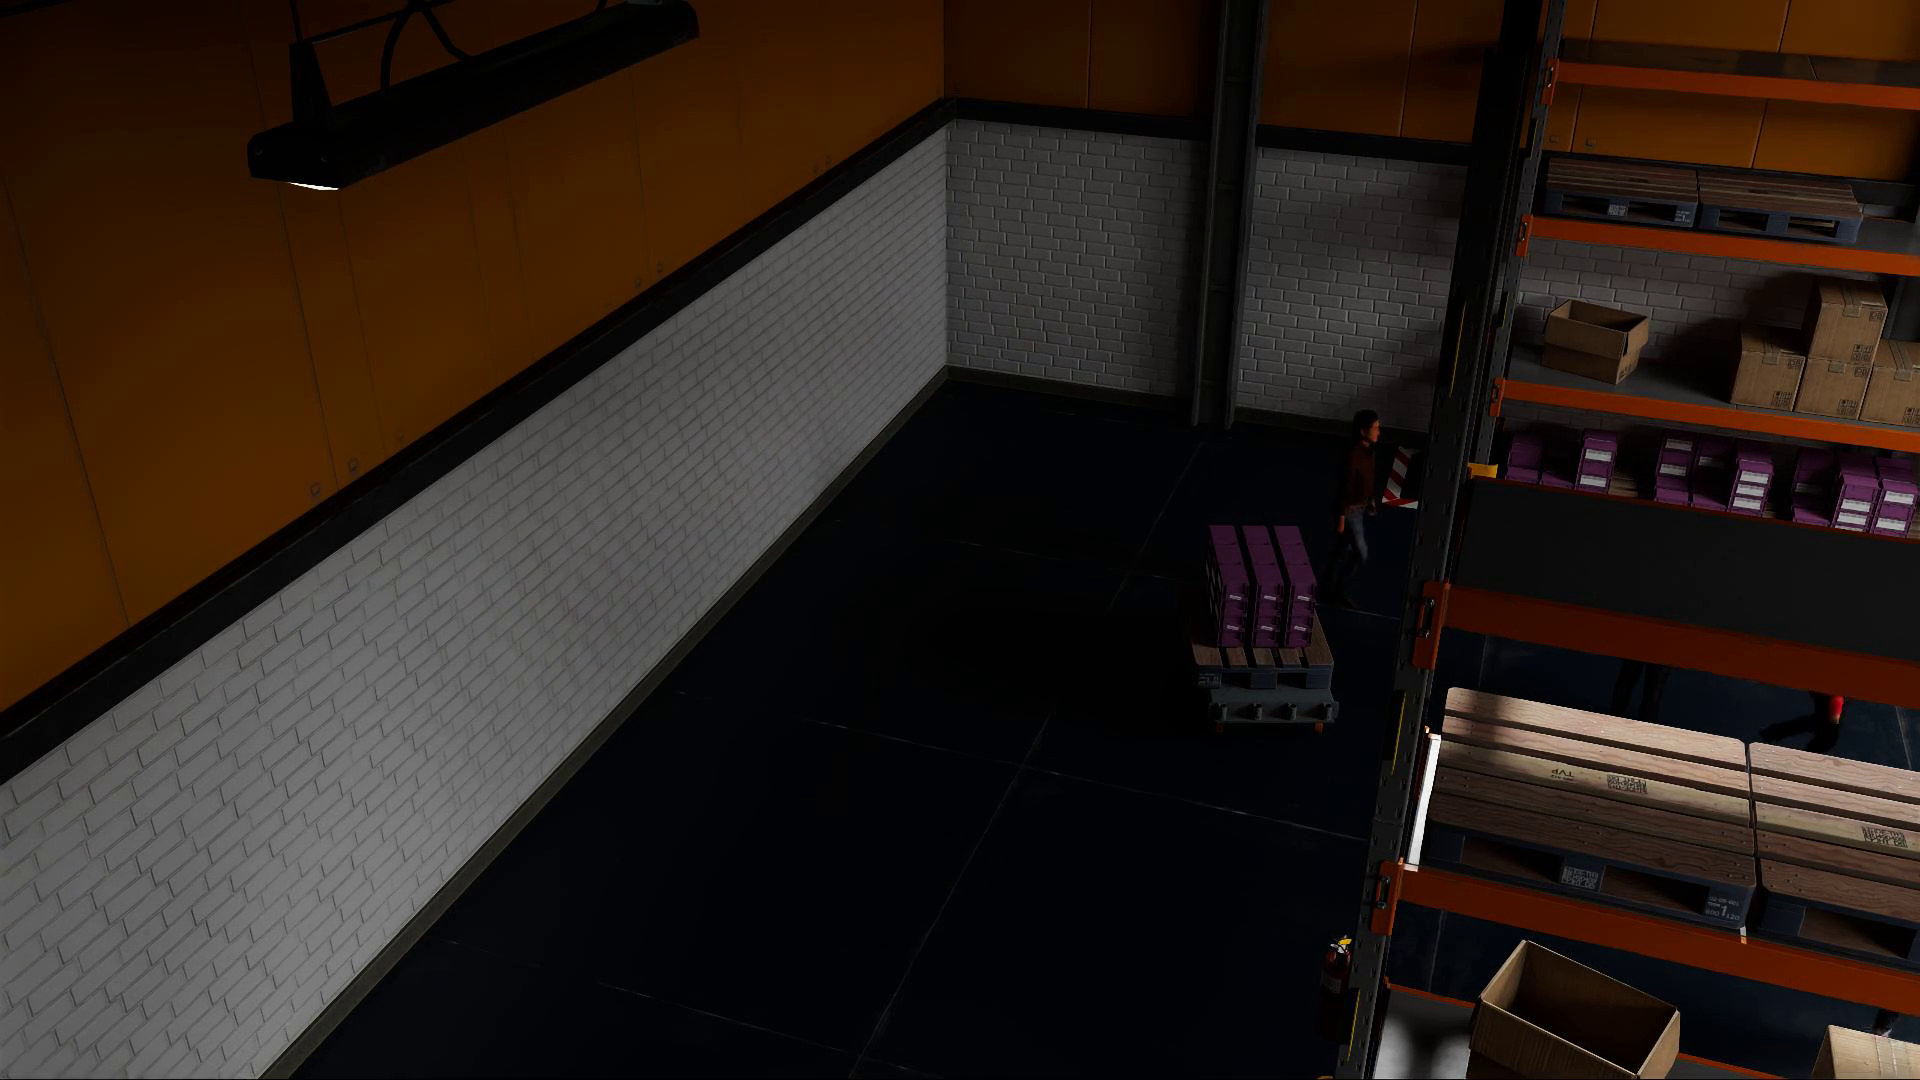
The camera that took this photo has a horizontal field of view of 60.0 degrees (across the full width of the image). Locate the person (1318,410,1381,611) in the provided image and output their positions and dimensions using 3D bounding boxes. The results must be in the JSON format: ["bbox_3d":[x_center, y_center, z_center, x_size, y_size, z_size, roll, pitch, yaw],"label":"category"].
[{"bbox_3d":[3.096,-0.255,13.548,0.685,1.763,0.718,15,32,25],"label":"person"}]
